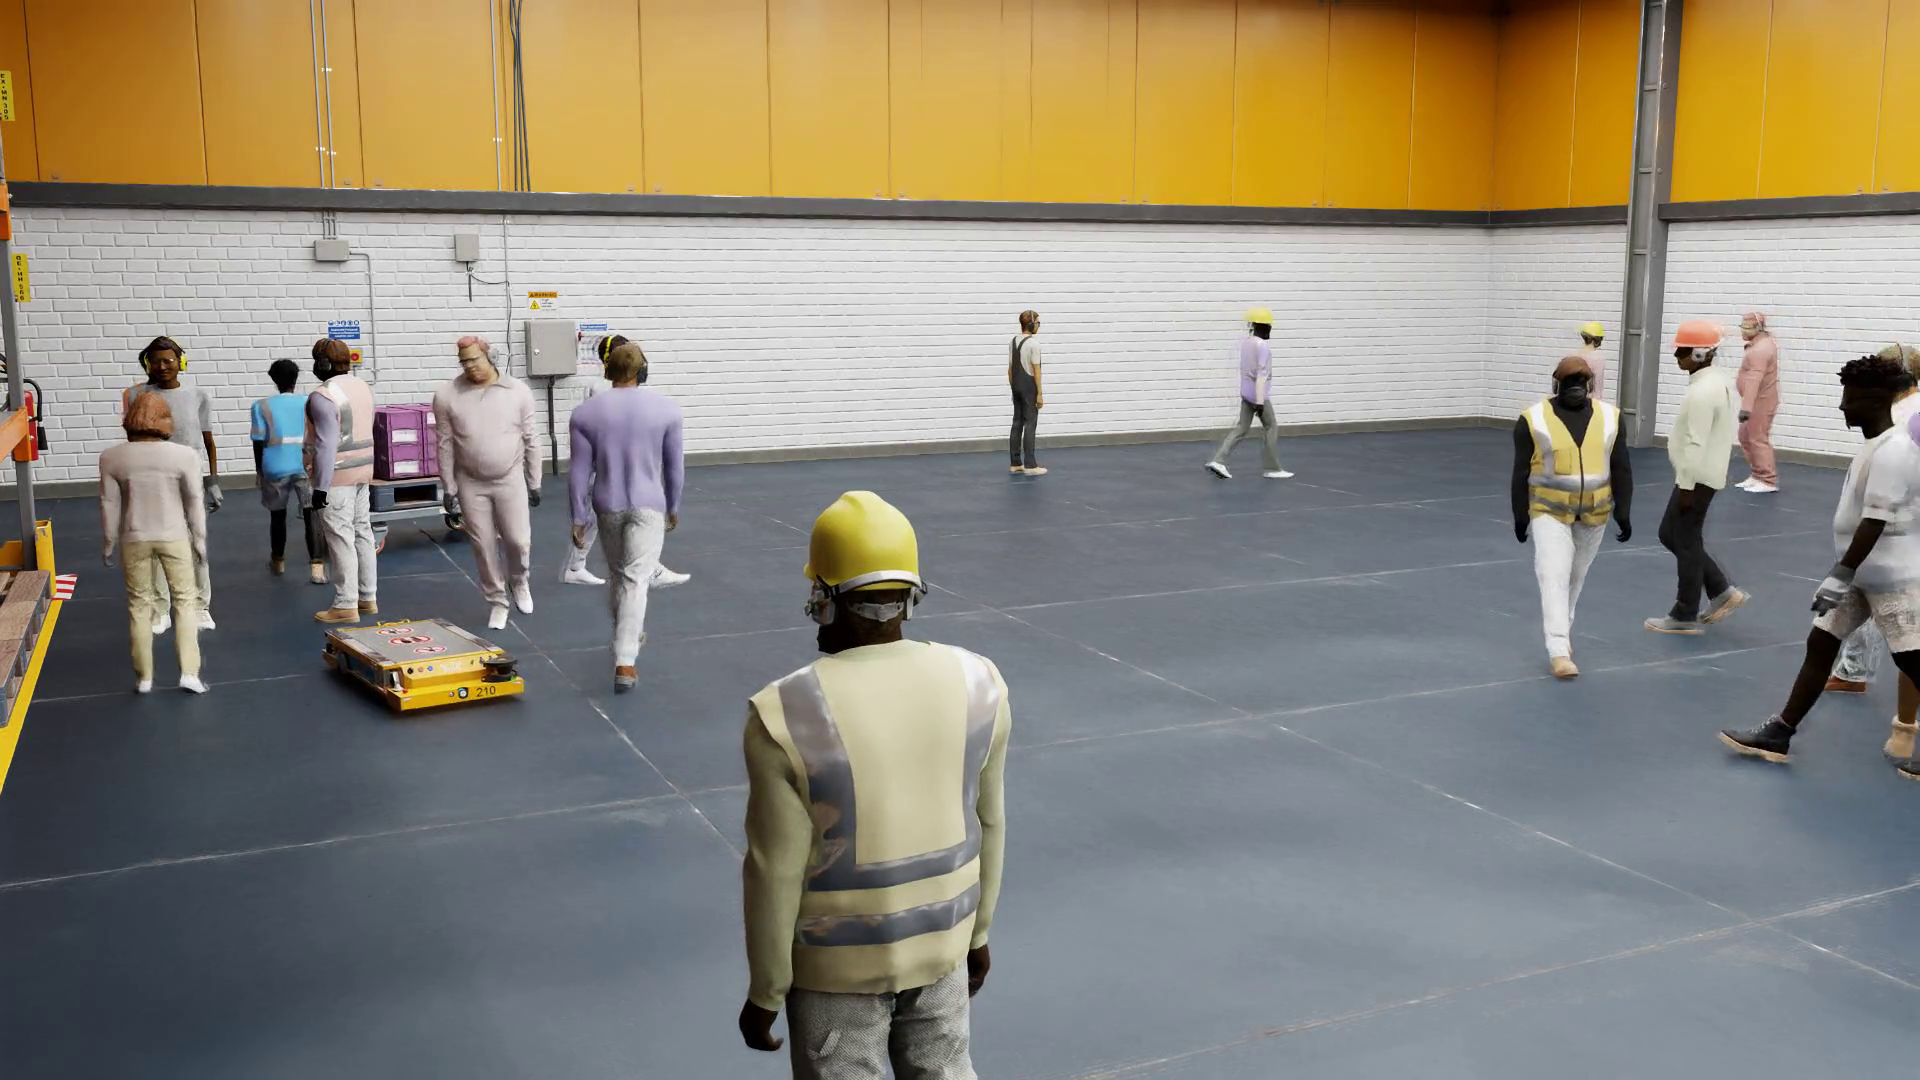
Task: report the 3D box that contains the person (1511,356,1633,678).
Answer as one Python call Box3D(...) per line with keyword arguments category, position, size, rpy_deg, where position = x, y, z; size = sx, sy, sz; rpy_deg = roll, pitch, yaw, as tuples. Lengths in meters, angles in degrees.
Box3D(category="person", position=(3.492, -0.155, 9.520), size=(0.619, 1.797, 0.963), rpy_deg=(0, 9, 3))

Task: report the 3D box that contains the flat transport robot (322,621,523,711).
Box3D(category="flat transport robot", position=(-2.991, 0.658, 9.174), size=(0.652, 0.197, 1.431), rpy_deg=(-7, 11, -35))

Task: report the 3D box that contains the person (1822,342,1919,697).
Box3D(category="person", position=(4.947, -0.073, 8.644), size=(0.819, 1.912, 0.637), rpy_deg=(8, 12, 40))

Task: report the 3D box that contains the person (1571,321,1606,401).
Box3D(category="person", position=(6.759, -1.510, 18.113), size=(0.797, 1.742, 0.531), rpy_deg=(-4, 10, -22))

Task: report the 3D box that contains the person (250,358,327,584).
Box3D(category="person", position=(-4.905, -0.511, 12.197), size=(0.541, 1.651, 0.796), rpy_deg=(-4, 10, -24))

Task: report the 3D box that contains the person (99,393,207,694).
Box3D(category="person", position=(-4.319, 0.042, 8.886), size=(0.542, 1.637, 0.456), rpy_deg=(-3, 10, -16))

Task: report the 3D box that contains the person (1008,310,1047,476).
Box3D(category="person", position=(0.744, -1.642, 18.576), size=(0.325, 1.843, 0.517), rpy_deg=(-7, 11, -36))

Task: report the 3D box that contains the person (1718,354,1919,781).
Box3D(category="person", position=(4.072, 0.130, 7.427), size=(1.047, 1.905, 0.604), rpy_deg=(3, 10, 17))

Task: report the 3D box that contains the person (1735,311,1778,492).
Box3D(category="person", position=(8.188, -1.404, 17.044), size=(0.509, 1.865, 0.681), rpy_deg=(4, 10, 25))

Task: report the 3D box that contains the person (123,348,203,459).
Box3D(category="person", position=(-6.306, -0.690, 13.200), size=(0.565, 1.666, 0.751), rpy_deg=(-6, 11, -31))

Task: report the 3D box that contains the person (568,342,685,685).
Box3D(category="person", position=(-1.854, -0.159, 9.310), size=(0.617, 1.883, 1.065), rpy_deg=(0, 9, 3))

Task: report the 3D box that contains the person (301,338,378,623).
Box3D(category="person", position=(-4.028, -0.385, 10.792), size=(0.429, 1.841, 0.633), rpy_deg=(1, 9, 8))

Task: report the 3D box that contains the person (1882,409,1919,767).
Box3D(category="person", position=(4.538, 0.056, 7.472), size=(0.656, 2.033, 0.441), rpy_deg=(5, 11, 29))

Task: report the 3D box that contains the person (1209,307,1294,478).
Box3D(category="person", position=(3.181, -1.601, 18.192), size=(0.953, 1.892, 0.598), rpy_deg=(-3, 10, -16))

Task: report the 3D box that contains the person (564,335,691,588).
Box3D(category="person", position=(-2.442, -0.555, 11.920), size=(0.968, 1.818, 0.549), rpy_deg=(1, 9, 6))

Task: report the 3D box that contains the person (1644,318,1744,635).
Box3D(category="person", position=(4.572, -0.381, 10.324), size=(0.470, 1.981, 0.642), rpy_deg=(5, 10, 27))

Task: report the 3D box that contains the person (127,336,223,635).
Box3D(category="person", position=(-4.926, -0.344, 10.449), size=(0.526, 1.869, 0.315), rpy_deg=(-4, 10, -23))

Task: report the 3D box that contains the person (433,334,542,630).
Box3D(category="person", position=(-2.985, -0.364, 10.563), size=(0.654, 1.880, 0.463), rpy_deg=(-2, 9, -15))

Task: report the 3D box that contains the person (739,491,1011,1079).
Box3D(category="person", position=(-0.181, 0.813, 3.377), size=(0.587, 1.835, 0.404), rpy_deg=(-6, 11, -31))
